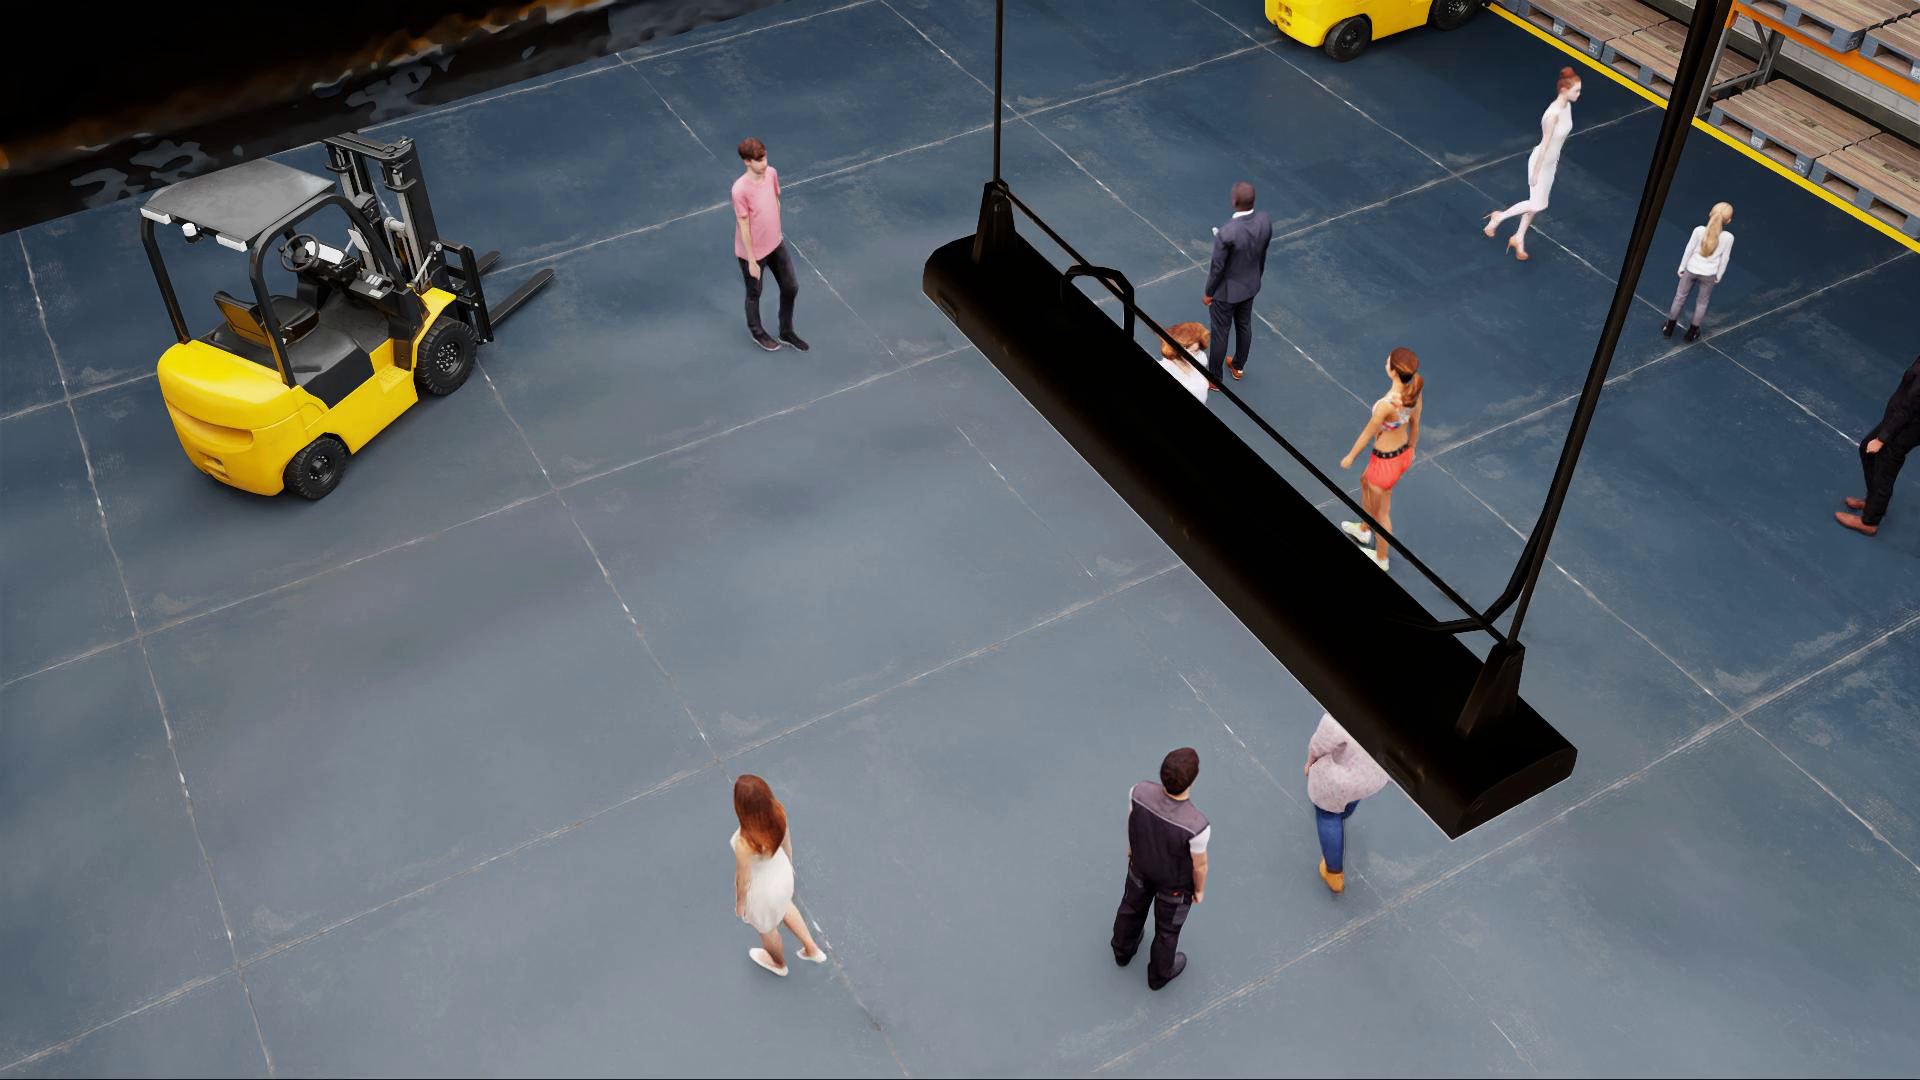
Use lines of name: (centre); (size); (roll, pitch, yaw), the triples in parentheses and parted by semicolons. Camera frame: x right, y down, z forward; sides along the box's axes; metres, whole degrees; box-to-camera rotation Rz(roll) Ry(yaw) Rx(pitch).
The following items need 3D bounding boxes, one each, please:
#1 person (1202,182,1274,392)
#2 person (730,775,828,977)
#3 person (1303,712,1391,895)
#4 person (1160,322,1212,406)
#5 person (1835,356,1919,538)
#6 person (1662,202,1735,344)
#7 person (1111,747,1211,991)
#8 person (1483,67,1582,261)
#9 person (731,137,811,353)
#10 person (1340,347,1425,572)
person: (2.126, -1.963, 12.872); (0.676, 1.826, 0.575); (-22, 48, -21)
person: (-0.967, 1.879, 8.931); (0.821, 1.699, 0.729); (21, 48, 21)
person: (2.239, 1.343, 9.476); (0.889, 1.723, 1.053); (-7, 44, -7)
person: (1.502, -0.926, 11.885); (0.692, 1.686, 0.736); (-17, 46, -17)
person: (6.664, -0.742, 11.561); (0.741, 1.867, 0.781); (30, 51, 28)
person: (6.011, -2.176, 13.492); (0.559, 1.279, 0.637); (20, 47, 20)
person: (1.081, 1.768, 8.940); (0.643, 1.846, 0.782); (29, 51, 27)
person: (4.884, -3.213, 14.219); (0.867, 1.778, 0.761); (33, 52, 30)
person: (-1.648, -2.354, 13.198); (0.875, 1.943, 0.800); (30, 51, 28)
person: (2.991, -0.482, 11.359); (0.799, 1.768, 0.695); (35, 53, 31)
